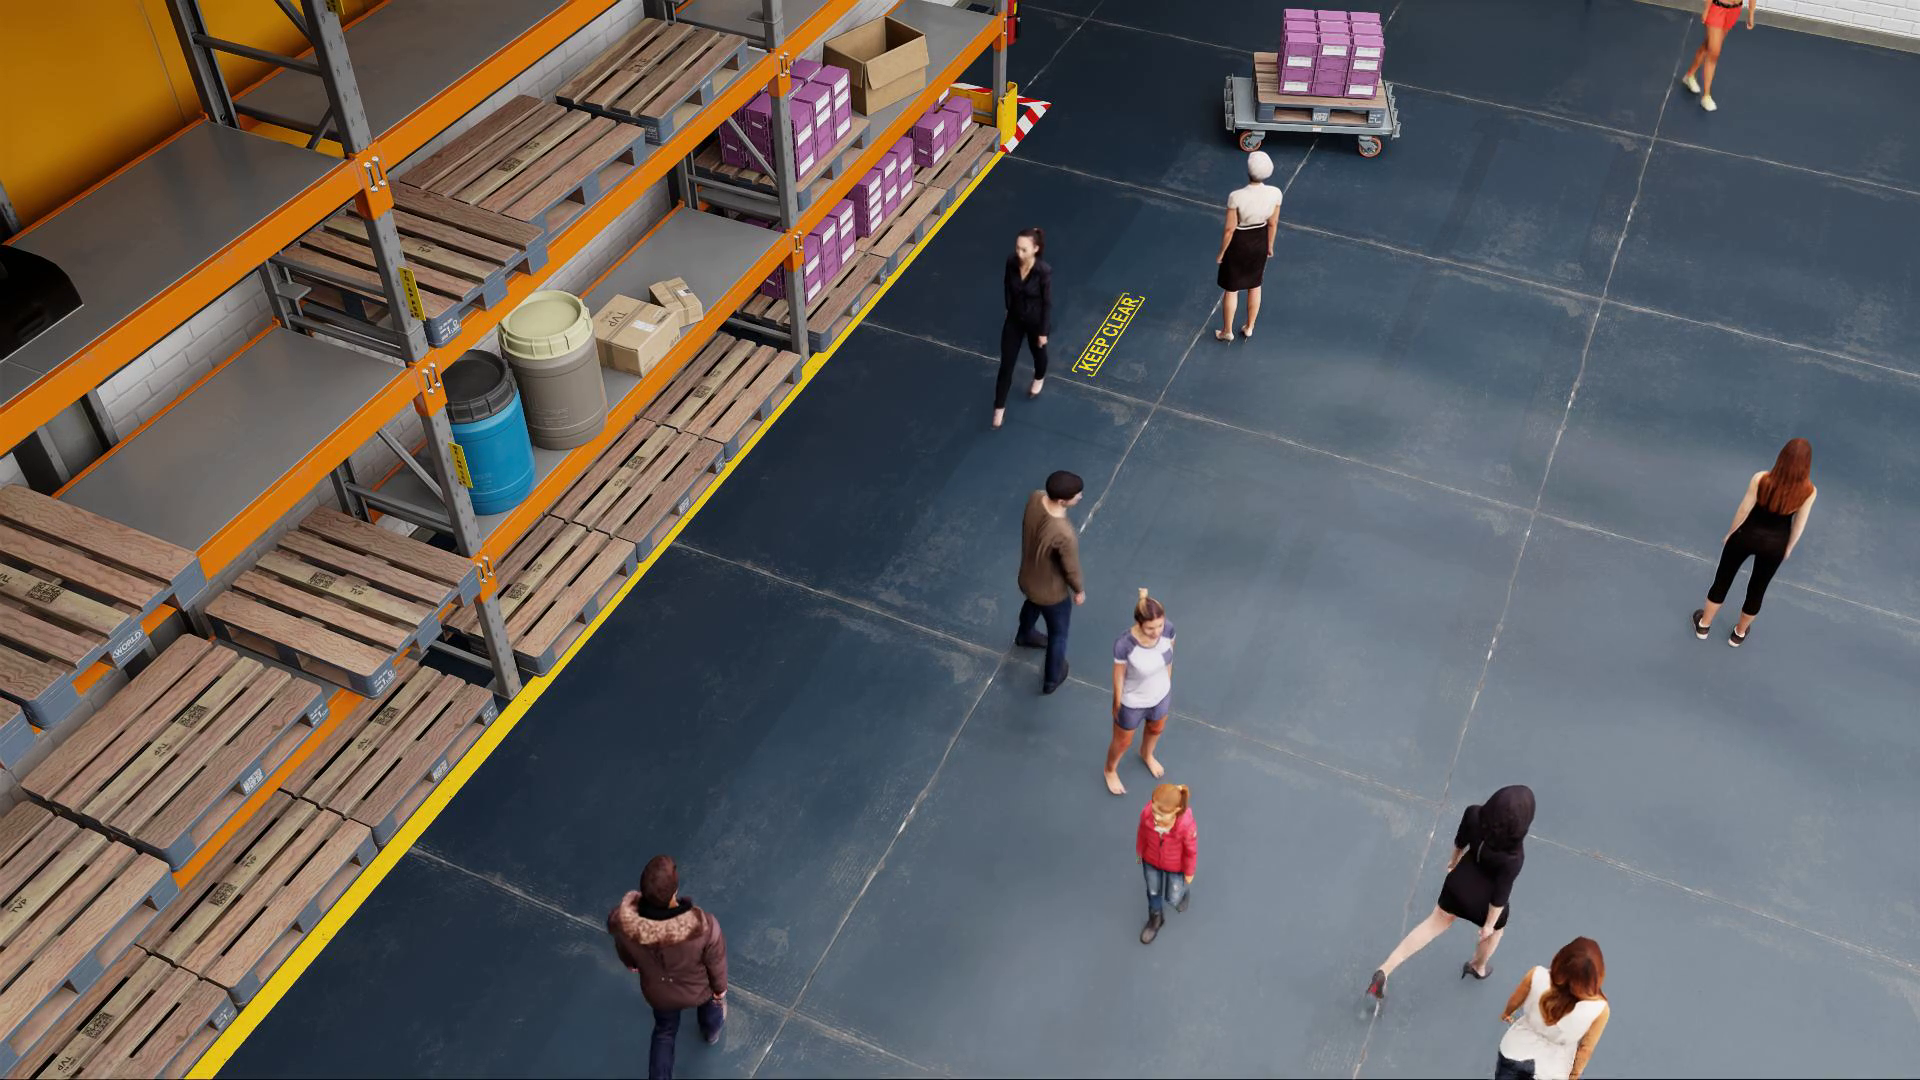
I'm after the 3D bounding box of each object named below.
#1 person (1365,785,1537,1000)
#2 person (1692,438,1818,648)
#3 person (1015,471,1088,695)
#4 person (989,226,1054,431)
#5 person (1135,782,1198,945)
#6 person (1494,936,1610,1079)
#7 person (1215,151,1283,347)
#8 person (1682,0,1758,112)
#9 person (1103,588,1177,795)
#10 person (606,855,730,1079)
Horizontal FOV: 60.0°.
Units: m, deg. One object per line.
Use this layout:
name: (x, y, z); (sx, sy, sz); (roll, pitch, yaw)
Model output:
person: (2.664, 1.936, 8.888); (1.146, 1.774, 1.041); (-18, 46, -18)
person: (5.251, 0.014, 10.941); (0.555, 1.726, 0.496); (17, 46, 17)
person: (0.550, 0.291, 10.557); (0.910, 1.854, 0.900); (-30, 51, -28)
person: (0.559, -1.686, 12.766); (0.647, 1.669, 1.032); (21, 48, 21)
person: (1.190, 1.766, 9.408); (0.539, 1.304, 0.673); (20, 47, 20)
person: (2.802, 2.616, 8.203); (0.749, 1.734, 1.180); (26, 49, 25)
person: (2.301, -2.326, 13.376); (0.714, 1.755, 0.740); (-9, 44, -9)
person: (7.495, -5.231, 16.419); (0.914, 1.762, 1.041); (-9, 44, -9)
person: (1.096, 0.932, 10.057); (0.614, 1.615, 0.699); (-20, 47, -19)
person: (-1.465, 2.290, 8.484); (0.956, 1.819, 1.229); (6, 44, 6)
